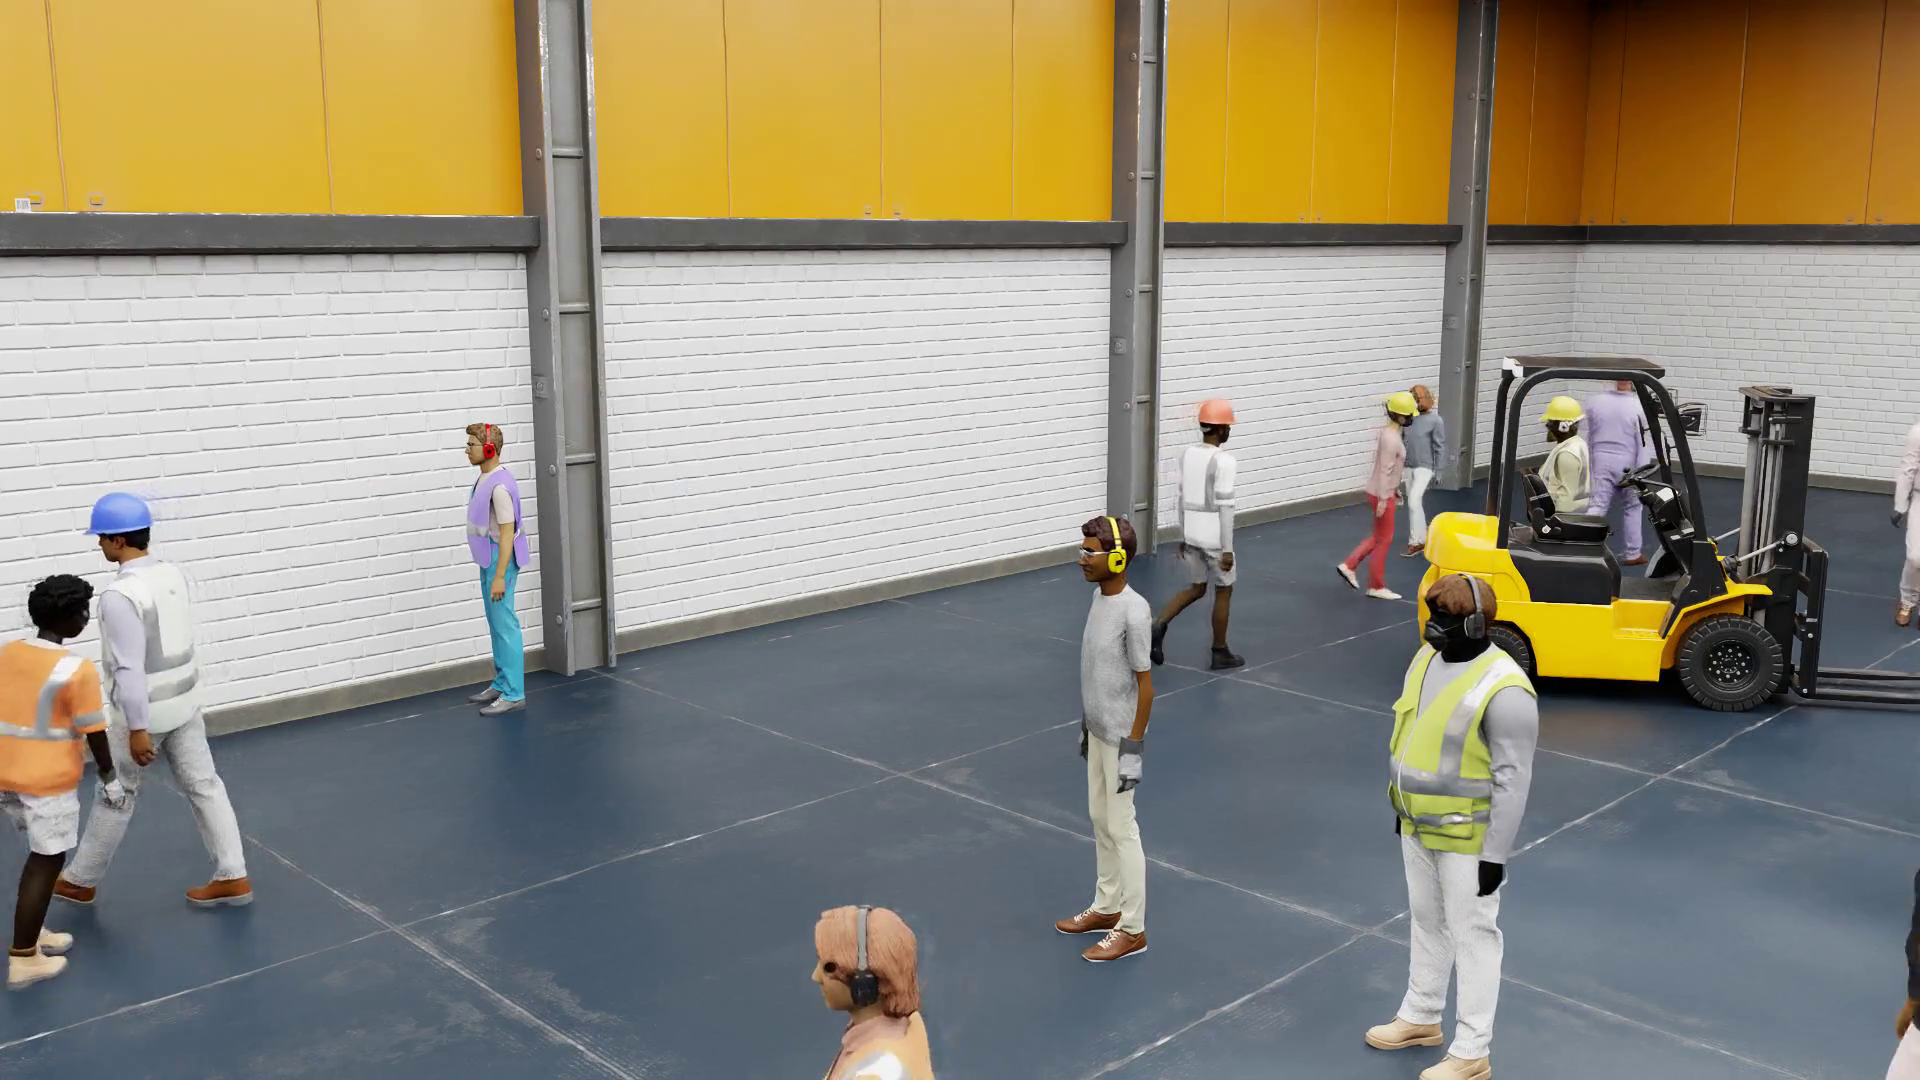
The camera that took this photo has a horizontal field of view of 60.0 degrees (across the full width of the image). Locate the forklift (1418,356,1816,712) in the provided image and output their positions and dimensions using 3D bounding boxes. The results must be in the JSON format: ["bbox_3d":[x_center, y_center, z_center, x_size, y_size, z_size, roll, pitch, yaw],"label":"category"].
[{"bbox_3d":[4.276,-0.101,11.076,2.313,2.155,1.214,2,11,13],"label":"forklift"}]

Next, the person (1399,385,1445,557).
[{"bbox_3d":[4.247,-0.649,15.651,0.622,1.611,0.505,-7,12,-33],"label":"person"}]

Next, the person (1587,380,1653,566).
[{"bbox_3d":[5.915,-0.656,14.997,0.910,1.871,0.643,-9,14,-42],"label":"person"}]

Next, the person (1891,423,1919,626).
[{"bbox_3d":[7.451,-0.223,12.581,0.672,1.879,0.436,4,11,20],"label":"person"}]

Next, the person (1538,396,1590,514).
[{"bbox_3d":[4.451,-0.154,12.358,0.404,1.828,0.598,4,11,21],"label":"person"}]

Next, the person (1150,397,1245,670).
[{"bbox_3d":[1.637,-0.024,11.432,0.725,1.918,0.553,-6,12,-30],"label":"person"}]

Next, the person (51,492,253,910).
[{"bbox_3d":[-3.657,0.725,7.382,0.996,1.889,0.640,1,10,5],"label":"person"}]

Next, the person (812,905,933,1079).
[{"bbox_3d":[-0.119,1.562,3.625,0.827,1.604,0.511,0,10,-1],"label":"person"}]

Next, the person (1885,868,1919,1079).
[{"bbox_3d":[2.620,1.268,4.212,0.508,1.973,0.650,-1,10,-4],"label":"person"}]

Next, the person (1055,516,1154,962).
[{"bbox_3d":[0.618,0.820,6.940,0.314,1.869,0.536,-3,11,-17],"label":"person"}]

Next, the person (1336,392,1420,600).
[{"bbox_3d":[3.486,-0.369,13.767,0.555,1.736,0.549,2,11,12],"label":"person"}]

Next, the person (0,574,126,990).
[{"bbox_3d":[-3.690,0.967,6.695,0.561,1.655,0.480,4,11,23],"label":"person"}]

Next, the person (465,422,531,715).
[{"bbox_3d":[-2.924,0.174,10.522,0.390,1.847,0.562,-5,11,-25],"label":"person"}]

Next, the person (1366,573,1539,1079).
[{"bbox_3d":[1.738,1.022,5.913,0.430,1.845,0.619,-3,11,-17],"label":"person"}]
